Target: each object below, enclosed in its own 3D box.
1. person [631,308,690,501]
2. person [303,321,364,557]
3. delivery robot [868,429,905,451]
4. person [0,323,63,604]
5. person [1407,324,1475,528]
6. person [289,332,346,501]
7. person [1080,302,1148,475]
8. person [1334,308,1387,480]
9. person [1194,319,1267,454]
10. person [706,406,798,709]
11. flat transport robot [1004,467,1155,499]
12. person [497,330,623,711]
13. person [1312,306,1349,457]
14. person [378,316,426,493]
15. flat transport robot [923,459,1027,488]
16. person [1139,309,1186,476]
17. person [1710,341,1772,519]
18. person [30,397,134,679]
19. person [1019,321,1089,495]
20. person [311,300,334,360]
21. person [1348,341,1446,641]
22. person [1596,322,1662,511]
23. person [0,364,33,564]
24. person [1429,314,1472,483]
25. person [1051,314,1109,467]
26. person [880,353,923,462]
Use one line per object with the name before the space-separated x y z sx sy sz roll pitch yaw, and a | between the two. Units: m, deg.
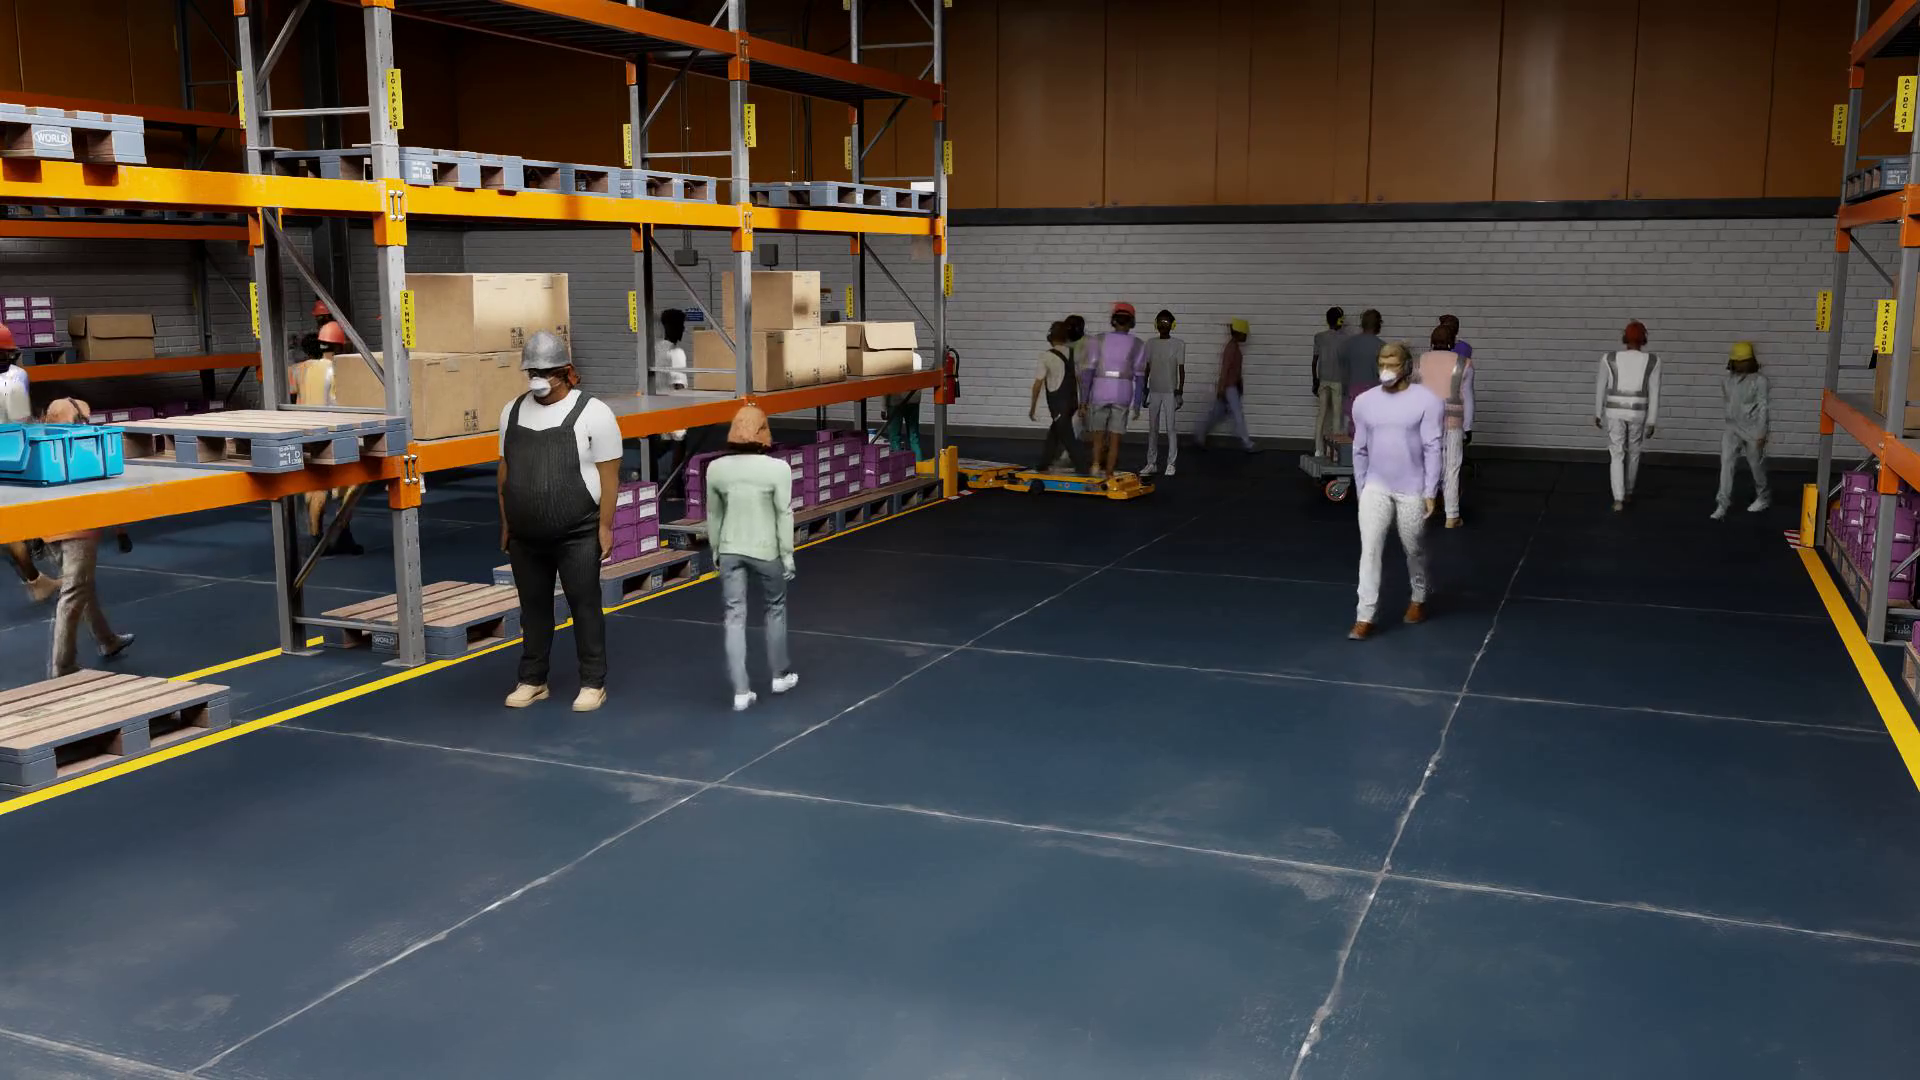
person | -2.949 -1.344 16.659 0.594 1.950 0.641 -8 12 -39
person | -5.105 -0.812 13.524 0.556 1.914 0.522 6 11 34
delivery robot | -0.976 -0.993 18.470 0.707 0.478 0.477 5 10 26
person | -6.487 -0.464 11.226 0.606 1.988 1.052 4 10 25
person | 4.349 -1.032 15.099 0.626 1.843 0.430 5 11 27
person | -6.487 -1.241 16.789 0.540 1.698 0.318 -2 10 -10
person | 1.596 -1.446 17.156 0.672 1.991 0.559 3 10 15
person | 4.397 -1.574 18.198 0.902 1.915 0.637 -6 11 -33
person | 3.397 -1.933 20.977 0.942 1.703 0.576 3 10 15
person | -1.104 0.074 9.065 0.530 1.604 0.693 2 10 13
flat transport robot | 1.231 -0.603 17.249 1.431 0.197 0.652 6 11 31
person | -2.165 -0.096 8.822 0.688 2.000 0.536 2 10 14
person | 4.564 -1.926 20.430 0.521 1.870 0.319 9 13 42
person | -5.796 -1.468 17.274 0.393 1.995 0.612 -6 11 -34
flat transport robot | 0.023 -0.741 18.084 0.652 0.197 1.431 -9 13 -44
person | 2.292 -1.667 18.844 0.512 1.877 0.328 5 11 27
person | 7.464 -1.050 15.744 0.947 1.672 0.497 -7 12 -38
person | -5.094 -0.025 9.722 0.527 1.604 0.822 3 10 18
person | 1.019 -1.362 17.240 0.866 1.782 0.479 9 13 43
person | -8.021 -2.086 21.206 0.547 1.934 0.376 9 13 43
person | 2.831 -0.340 10.748 0.631 1.900 0.988 6 11 32
person | 6.522 -1.210 16.268 0.577 1.829 1.044 3 10 17
person | -7.636 -0.755 13.158 0.549 1.937 0.376 -1 9 -6
person | 5.239 -1.489 17.851 0.562 1.847 0.390 -6 11 -31
person | 1.473 -1.782 19.779 0.904 1.808 0.635 -6 11 -32
person | -0.643 -1.446 17.873 0.530 1.761 0.349 -7 12 -36
